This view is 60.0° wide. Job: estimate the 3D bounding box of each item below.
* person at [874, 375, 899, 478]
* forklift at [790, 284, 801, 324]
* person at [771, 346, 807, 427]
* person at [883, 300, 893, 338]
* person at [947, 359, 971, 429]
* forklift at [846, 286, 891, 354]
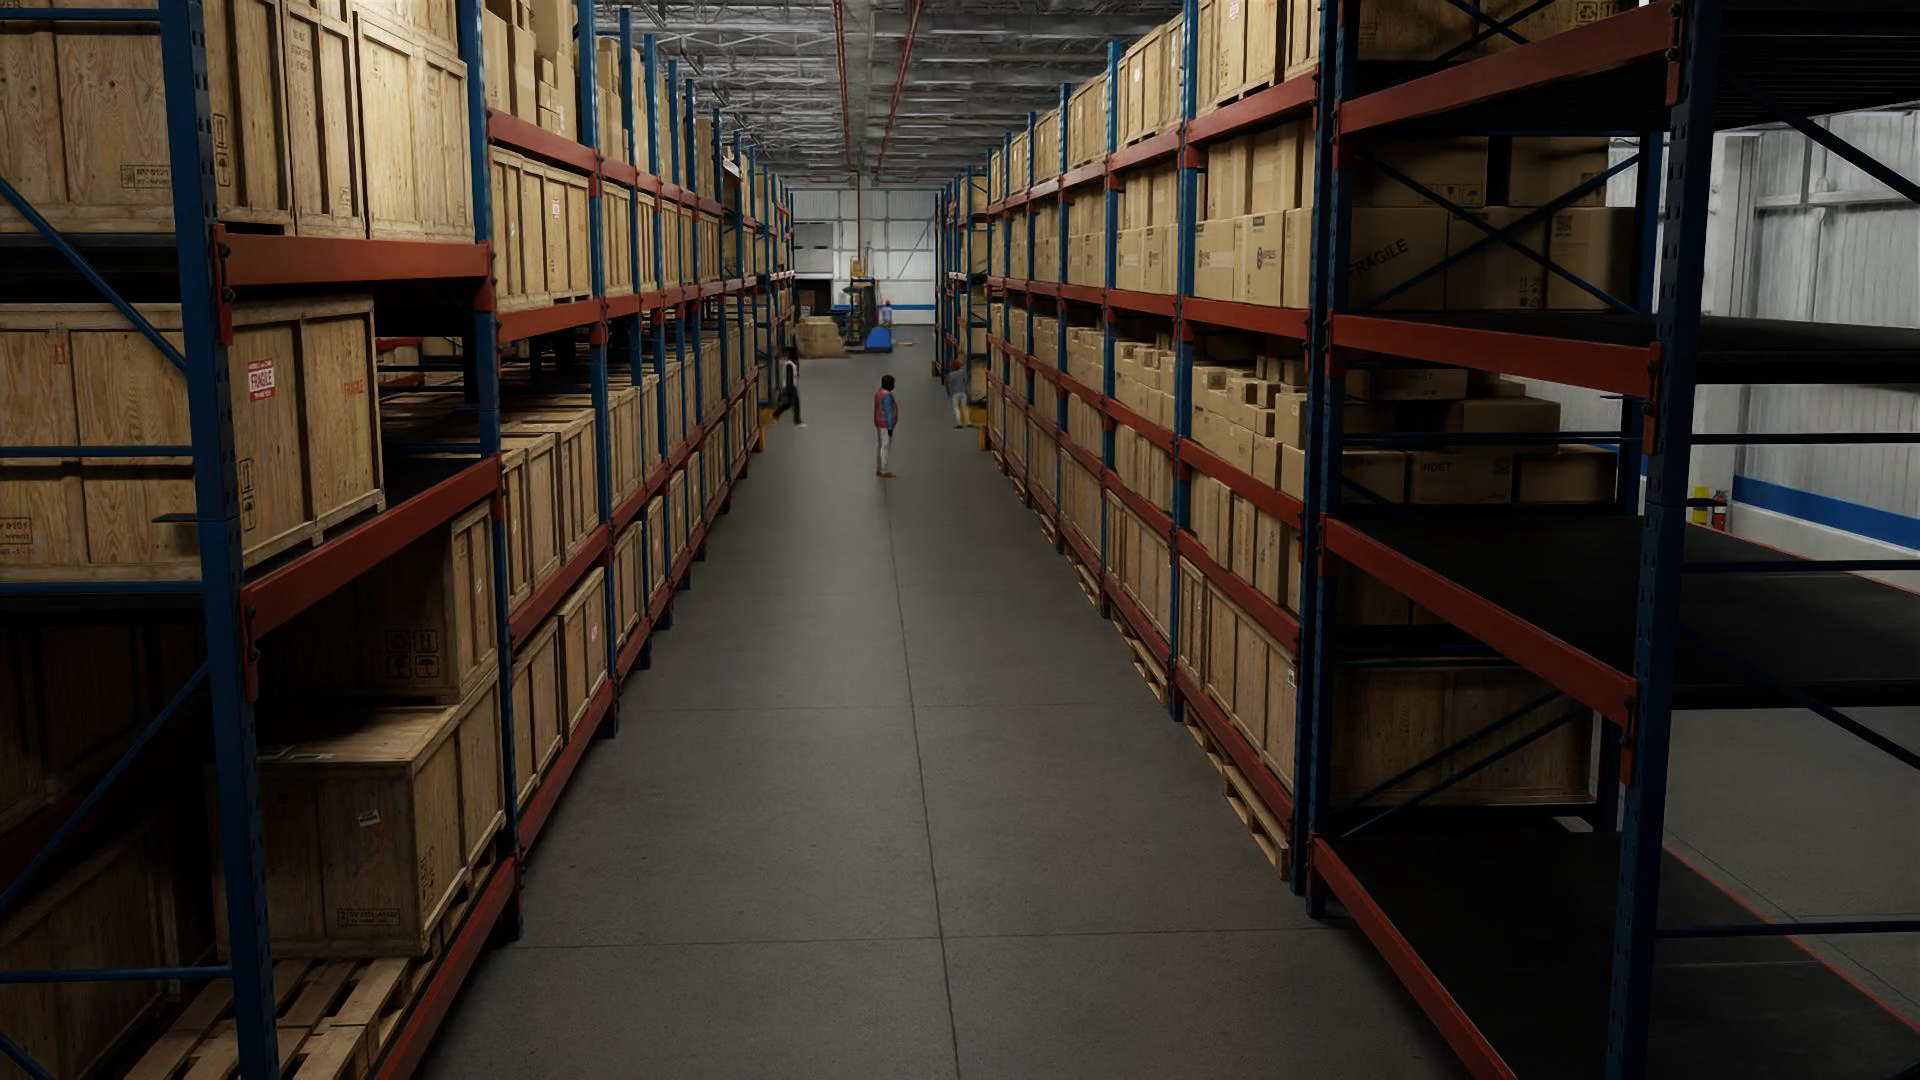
[{"bbox_3d":[-1.313,-2.032,29.752,0.431,1.835,0.621,-3,10,-17],"label":"person"},{"bbox_3d":[-7.576,-10.118,74.909,1.129,2.768,1.873,8,12,39],"label":"forklift"},{"bbox_3d":[-3.994,-3.574,38.758,0.768,1.899,0.599,-1,10,-5],"label":"person"},{"bbox_3d":[-3.614,-11.109,83.731,0.550,1.905,0.901,3,10,15],"label":"person"},{"bbox_3d":[-0.057,-3.358,38.308,0.537,1.604,0.404,-8,12,-39],"label":"person"},{"bbox_3d":[-3.794,-9.113,68.905,1.873,2.768,1.129,-1,10,-3],"label":"forklift"}]
